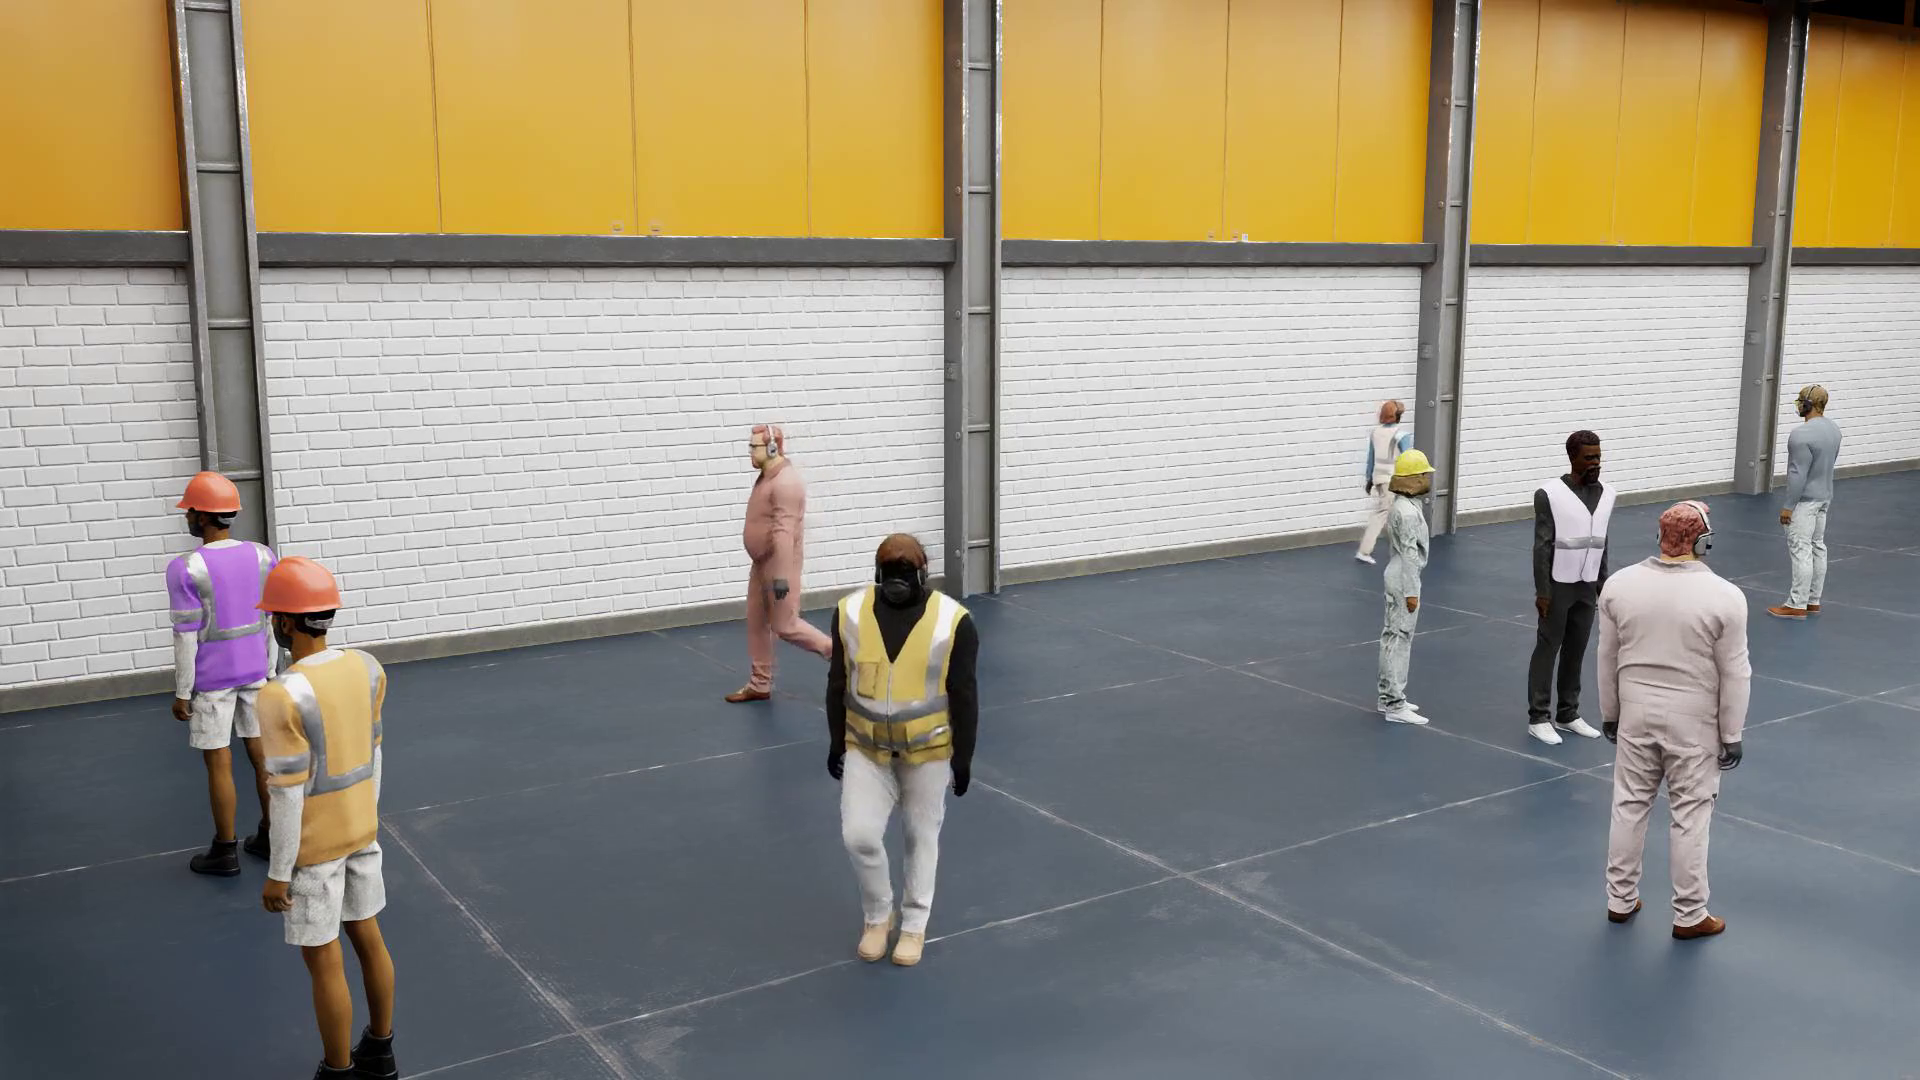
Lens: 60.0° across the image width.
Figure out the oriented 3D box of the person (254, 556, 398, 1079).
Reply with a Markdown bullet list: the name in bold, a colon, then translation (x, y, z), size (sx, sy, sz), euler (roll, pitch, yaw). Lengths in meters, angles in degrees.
- **person**: translation (-2.195, 1.014, 5.704), size (0.370, 1.939, 0.543), euler (3, 10, 19)

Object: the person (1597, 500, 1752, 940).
- **person**: translation (3.103, 0.776, 7.239), size (0.408, 1.908, 0.645), euler (-9, 13, -44)

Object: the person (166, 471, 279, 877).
- **person**: translation (-3.518, 0.637, 7.964), size (0.344, 1.942, 0.547), euler (6, 11, 32)

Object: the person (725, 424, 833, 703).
- **person**: translation (-1.140, 0.159, 11.037), size (0.784, 1.880, 0.646), euler (-4, 10, -23)

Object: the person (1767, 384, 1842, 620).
- **person**: translation (6.963, -0.311, 13.692), size (0.630, 1.940, 0.372), euler (-7, 12, -38)

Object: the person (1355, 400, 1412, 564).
- **person**: translation (4.182, -0.562, 16.245), size (0.862, 1.598, 0.526), euler (-5, 10, -26)

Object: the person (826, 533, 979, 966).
- **person**: translation (-0.247, 0.873, 6.883), size (0.658, 1.827, 0.481), euler (1, 10, 9)

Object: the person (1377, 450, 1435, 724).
- **person**: translation (2.861, 0.291, 10.643), size (0.286, 1.746, 0.489), euler (1, 9, 5)

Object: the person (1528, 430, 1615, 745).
- **person**: translation (3.743, 0.276, 10.208), size (0.587, 1.920, 0.394), euler (-4, 10, -24)
